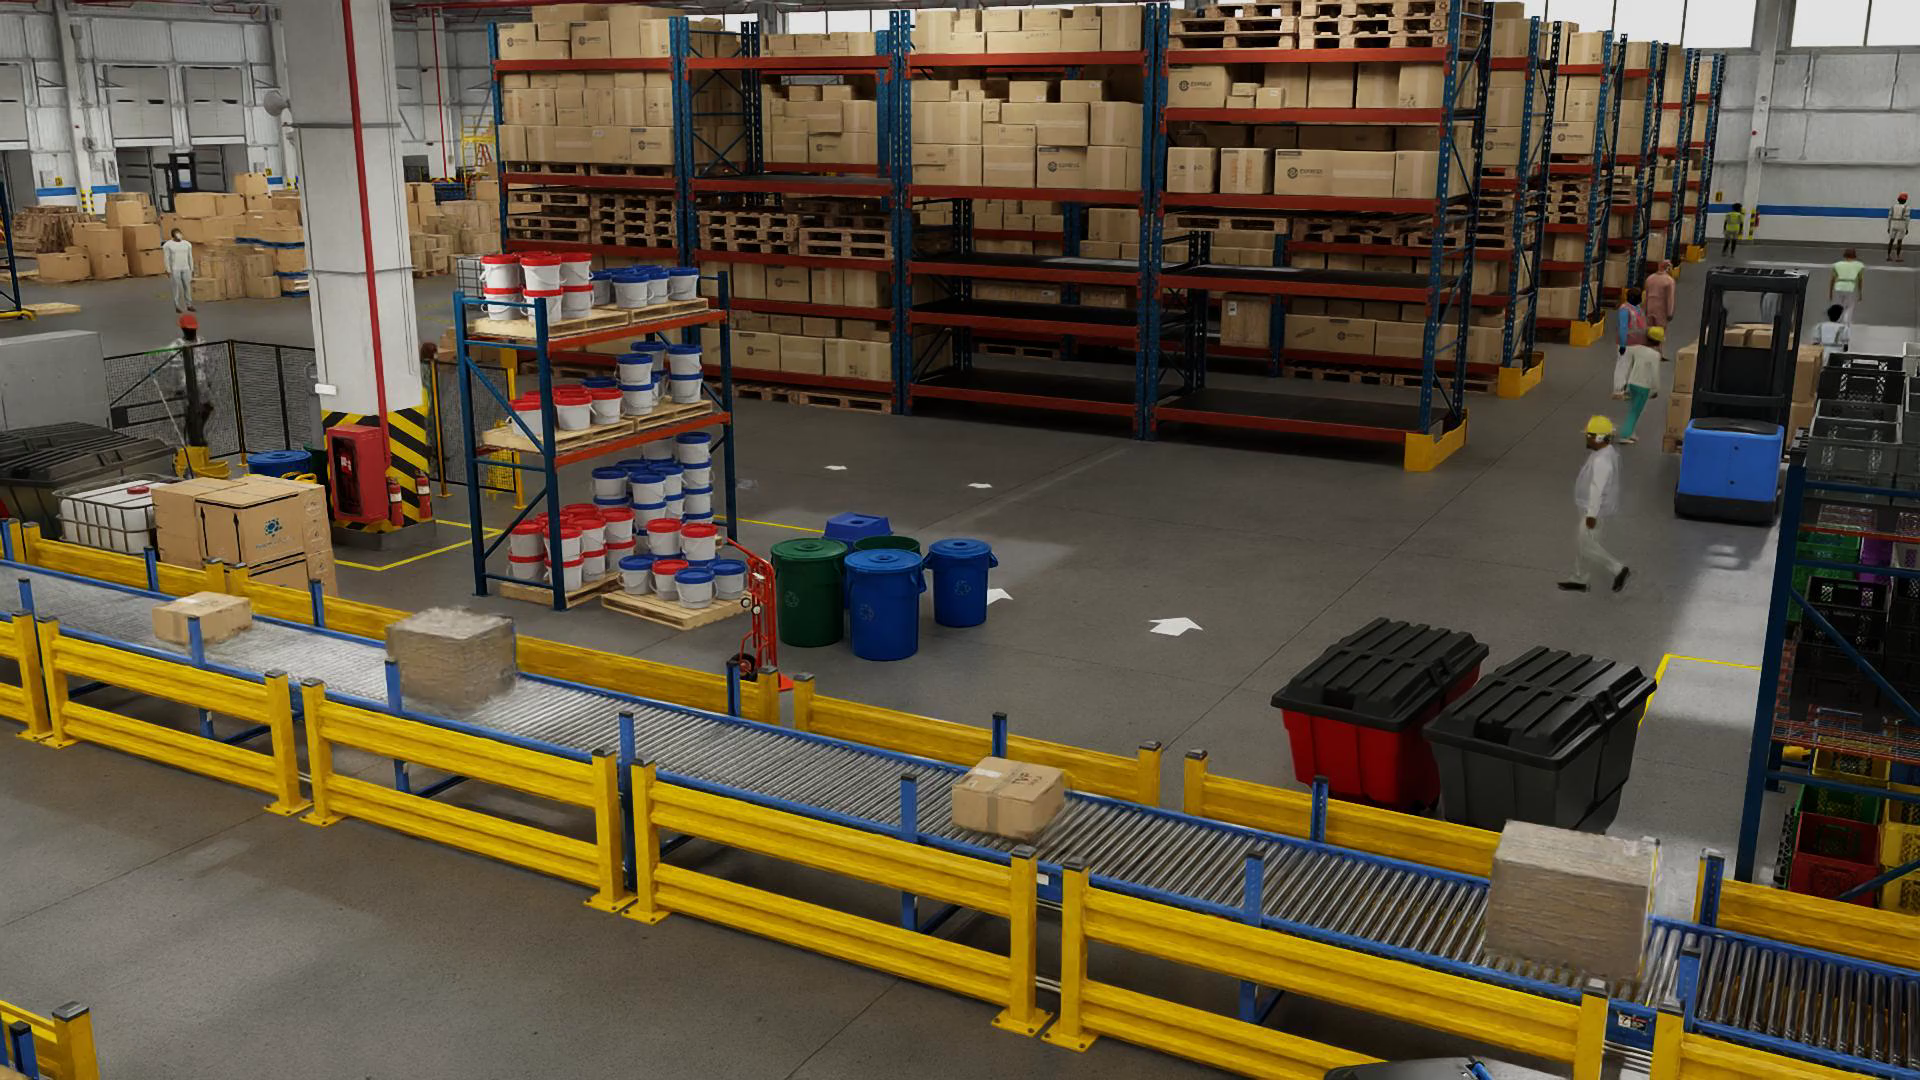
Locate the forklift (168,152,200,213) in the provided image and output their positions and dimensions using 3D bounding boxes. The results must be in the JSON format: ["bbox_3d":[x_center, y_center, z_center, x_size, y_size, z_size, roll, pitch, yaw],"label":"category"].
[{"bbox_3d":[-28.984,-13.085,62.291,1.873,2.768,1.129,8,17,28],"label":"forklift"}]

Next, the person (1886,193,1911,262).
[{"bbox_3d":[28.299,-9.427,50.141,0.379,2.041,0.616,-11,18,-35],"label":"person"}]

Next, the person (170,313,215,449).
[{"bbox_3d":[-10.677,-2.204,23.204,0.449,1.927,0.595,7,17,26],"label":"person"}]

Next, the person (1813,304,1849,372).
[{"bbox_3d":[13.717,-2.893,26.300,0.787,1.665,0.532,-10,18,-34],"label":"person"}]

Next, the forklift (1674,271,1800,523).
[{"bbox_3d":[9.269,-1.763,19.726,1.129,2.768,1.873,8,17,27],"label":"forklift"}]

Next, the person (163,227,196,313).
[{"bbox_3d":[-17.912,-6.198,38.200,0.636,1.939,0.362,-14,20,-42],"label":"person"}]

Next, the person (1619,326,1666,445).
[{"bbox_3d":[9.679,-2.179,23.502,0.580,1.712,0.563,-6,16,-20],"label":"person"}]

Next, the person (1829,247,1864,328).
[{"bbox_3d":[18.357,-5.136,34.445,0.650,1.813,0.605,9,18,31],"label":"person"}]

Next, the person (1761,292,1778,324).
[{"bbox_3d":[14.642,-3.909,30.181,0.498,1.634,0.284,-14,21,-43],"label":"person"}]

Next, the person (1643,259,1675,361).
[{"bbox_3d":[13.109,-4.298,31.149,0.399,1.900,0.647,-6,16,-23],"label":"person"}]

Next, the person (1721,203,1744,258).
[{"bbox_3d":[23.948,-9.594,51.493,0.567,1.657,0.661,9,17,29],"label":"person"}]

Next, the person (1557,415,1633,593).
[{"bbox_3d":[6.311,-0.328,16.376,0.598,1.814,0.607,5,16,18],"label":"person"}]

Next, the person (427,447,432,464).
[{"bbox_3d":[-7.393,-1.827,21.831,0.733,1.917,0.549,4,16,16],"label":"person"}]

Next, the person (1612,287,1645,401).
[{"bbox_3d":[10.915,-3.198,27.111,0.429,1.842,0.636,13,19,39],"label":"person"}]

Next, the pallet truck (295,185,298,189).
[{"bbox_3d":[-26.804,-14.617,69.738,1.885,1.965,0.823,-14,20,-42],"label":"pallet truck"}]

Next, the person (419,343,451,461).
[{"bbox_3d":[-7.198,-1.876,22.566,0.463,1.620,0.503,2,15,7],"label":"person"}]
